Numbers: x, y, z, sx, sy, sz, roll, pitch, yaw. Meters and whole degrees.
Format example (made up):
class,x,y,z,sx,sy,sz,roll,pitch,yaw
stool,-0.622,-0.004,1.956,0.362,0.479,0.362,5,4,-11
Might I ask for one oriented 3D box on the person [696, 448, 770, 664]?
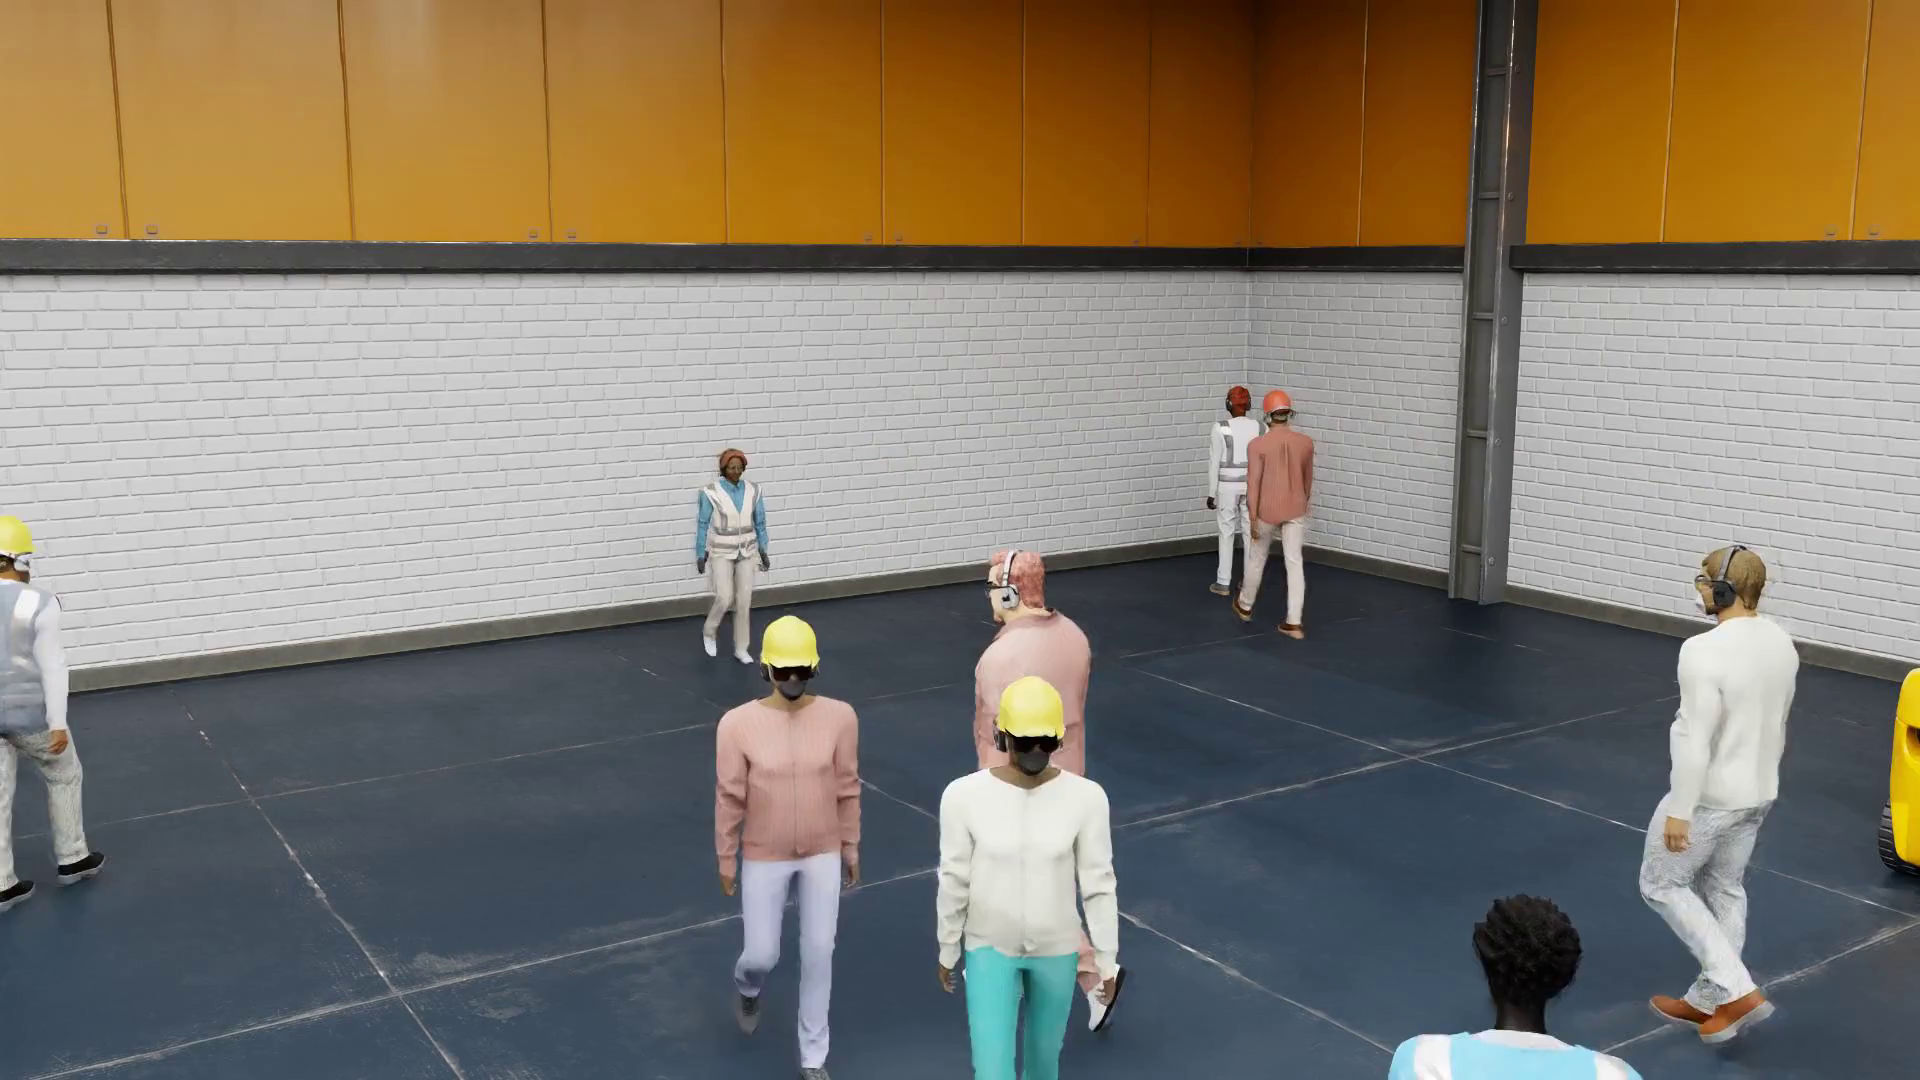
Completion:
class,x,y,z,sx,sy,sz,roll,pitch,yaw
person,-1.692,0.119,12.329,0.536,1.624,0.373,-7,11,-35

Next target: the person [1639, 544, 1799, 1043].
class,x,y,z,sx,sy,sz,roll,pitch,yaw
person,2.881,0.973,6.290,0.659,1.925,0.465,-6,11,-33

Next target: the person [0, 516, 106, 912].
class,x,y,z,sx,sy,sz,roll,pitch,yaw
person,-4.368,0.779,7.795,0.617,1.804,0.739,1,9,5

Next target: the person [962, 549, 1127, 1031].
class,x,y,z,sx,sy,sz,roll,pitch,yaw
person,0.320,0.969,6.489,0.788,1.877,0.645,7,11,35

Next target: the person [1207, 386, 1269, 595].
class,x,y,z,sx,sy,sz,roll,pitch,yaw
person,2.495,-0.442,14.955,0.570,1.882,0.338,-3,10,-19

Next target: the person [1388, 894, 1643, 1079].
class,x,y,z,sx,sy,sz,roll,pitch,yaw
person,1.141,1.572,3.529,0.579,1.635,0.906,2,10,11

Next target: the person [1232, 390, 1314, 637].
class,x,y,z,sx,sy,sz,roll,pitch,yaw
person,2.565,-0.238,13.513,0.625,1.943,0.997,-2,10,-10

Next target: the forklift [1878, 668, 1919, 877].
class,x,y,z,sx,sy,sz,roll,pitch,yaw
forklift,5.511,0.571,7.906,2.313,2.155,1.214,-6,11,-33

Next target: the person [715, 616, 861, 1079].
class,x,y,z,sx,sy,sz,roll,pitch,yaw
person,-0.625,1.108,6.010,0.536,1.752,0.581,-3,10,-20

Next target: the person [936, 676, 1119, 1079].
class,x,y,z,sx,sy,sz,roll,pitch,yaw
person,0.213,1.278,5.004,0.542,1.740,0.720,-1,9,-6
